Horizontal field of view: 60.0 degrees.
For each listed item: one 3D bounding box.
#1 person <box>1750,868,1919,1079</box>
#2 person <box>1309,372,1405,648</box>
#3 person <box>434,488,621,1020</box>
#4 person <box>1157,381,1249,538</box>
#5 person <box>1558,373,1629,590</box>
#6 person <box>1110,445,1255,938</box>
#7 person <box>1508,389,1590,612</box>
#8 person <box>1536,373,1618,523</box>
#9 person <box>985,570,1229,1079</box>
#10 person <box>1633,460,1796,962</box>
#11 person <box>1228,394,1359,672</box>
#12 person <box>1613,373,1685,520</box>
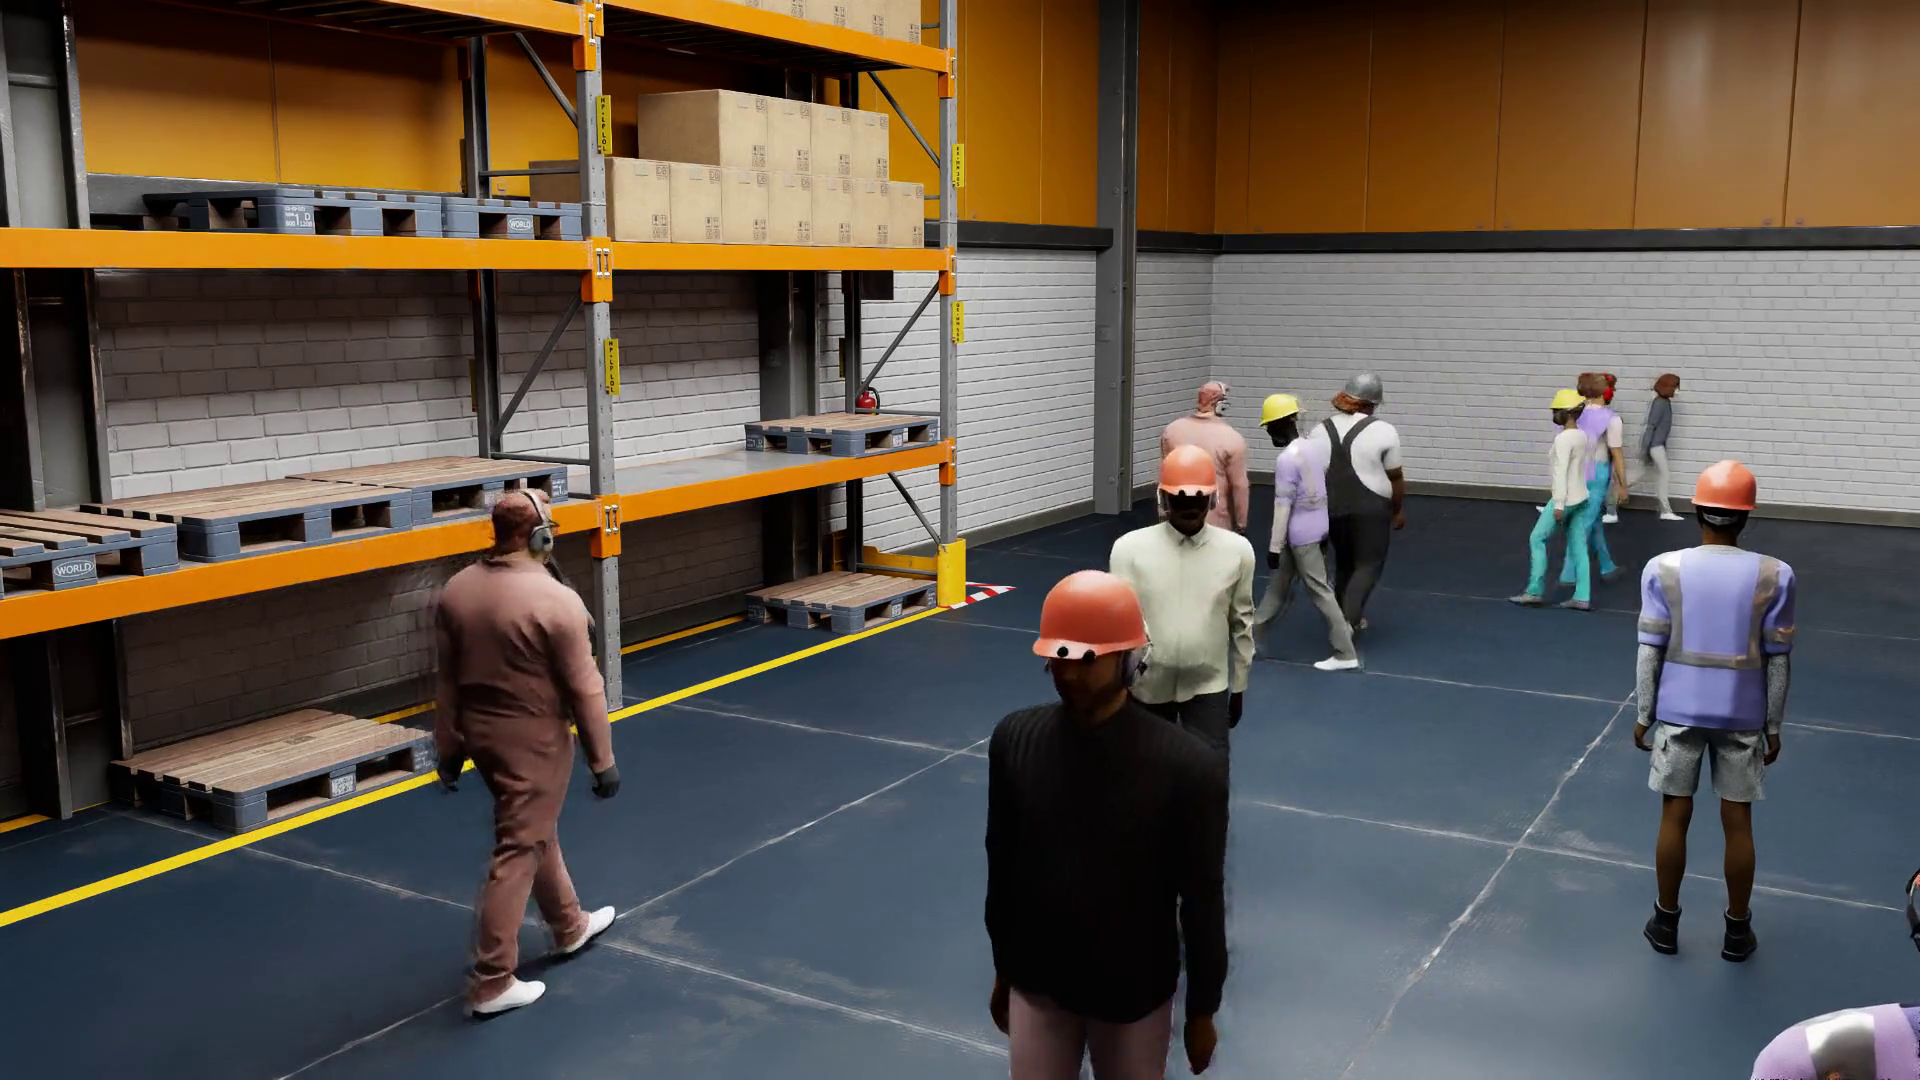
[{"bbox_3d":[1.328,1.285,2.194,0.609,2.044,0.394,1,9,5],"label":"person"},{"bbox_3d":[2.810,-0.262,11.854,0.681,2.000,0.977,8,12,40],"label":"person"},{"bbox_3d":[-1.500,0.738,6.111,0.669,1.869,0.915,6,11,34],"label":"person"},{"bbox_3d":[1.746,-0.183,11.823,0.658,1.892,0.462,7,11,36],"label":"person"},{"bbox_3d":[5.404,-0.489,13.962,0.895,1.809,0.603,-3,10,-19],"label":"person"},{"bbox_3d":[0.878,0.609,6.660,0.633,1.968,0.782,0,9,2],"label":"person"},{"bbox_3d":[4.690,-0.319,13.128,0.738,1.734,0.543,8,12,41],"label":"person"},{"bbox_3d":[6.636,-0.977,17.715,0.850,1.581,0.520,3,9,16],"label":"person"},{"bbox_3d":[0.363,1.026,4.038,0.621,1.973,0.783,5,11,31],"label":"person"},{"bbox_3d":[2.897,0.658,6.435,0.547,1.939,0.376,4,10,23],"label":"person"},{"bbox_3d":[2.229,-0.049,11.124,1.019,1.847,0.626,4,10,23],"label":"person"},{"bbox_3d":[7.441,-1.021,18.002,0.794,1.596,0.529,5,11,30],"label":"person"}]
